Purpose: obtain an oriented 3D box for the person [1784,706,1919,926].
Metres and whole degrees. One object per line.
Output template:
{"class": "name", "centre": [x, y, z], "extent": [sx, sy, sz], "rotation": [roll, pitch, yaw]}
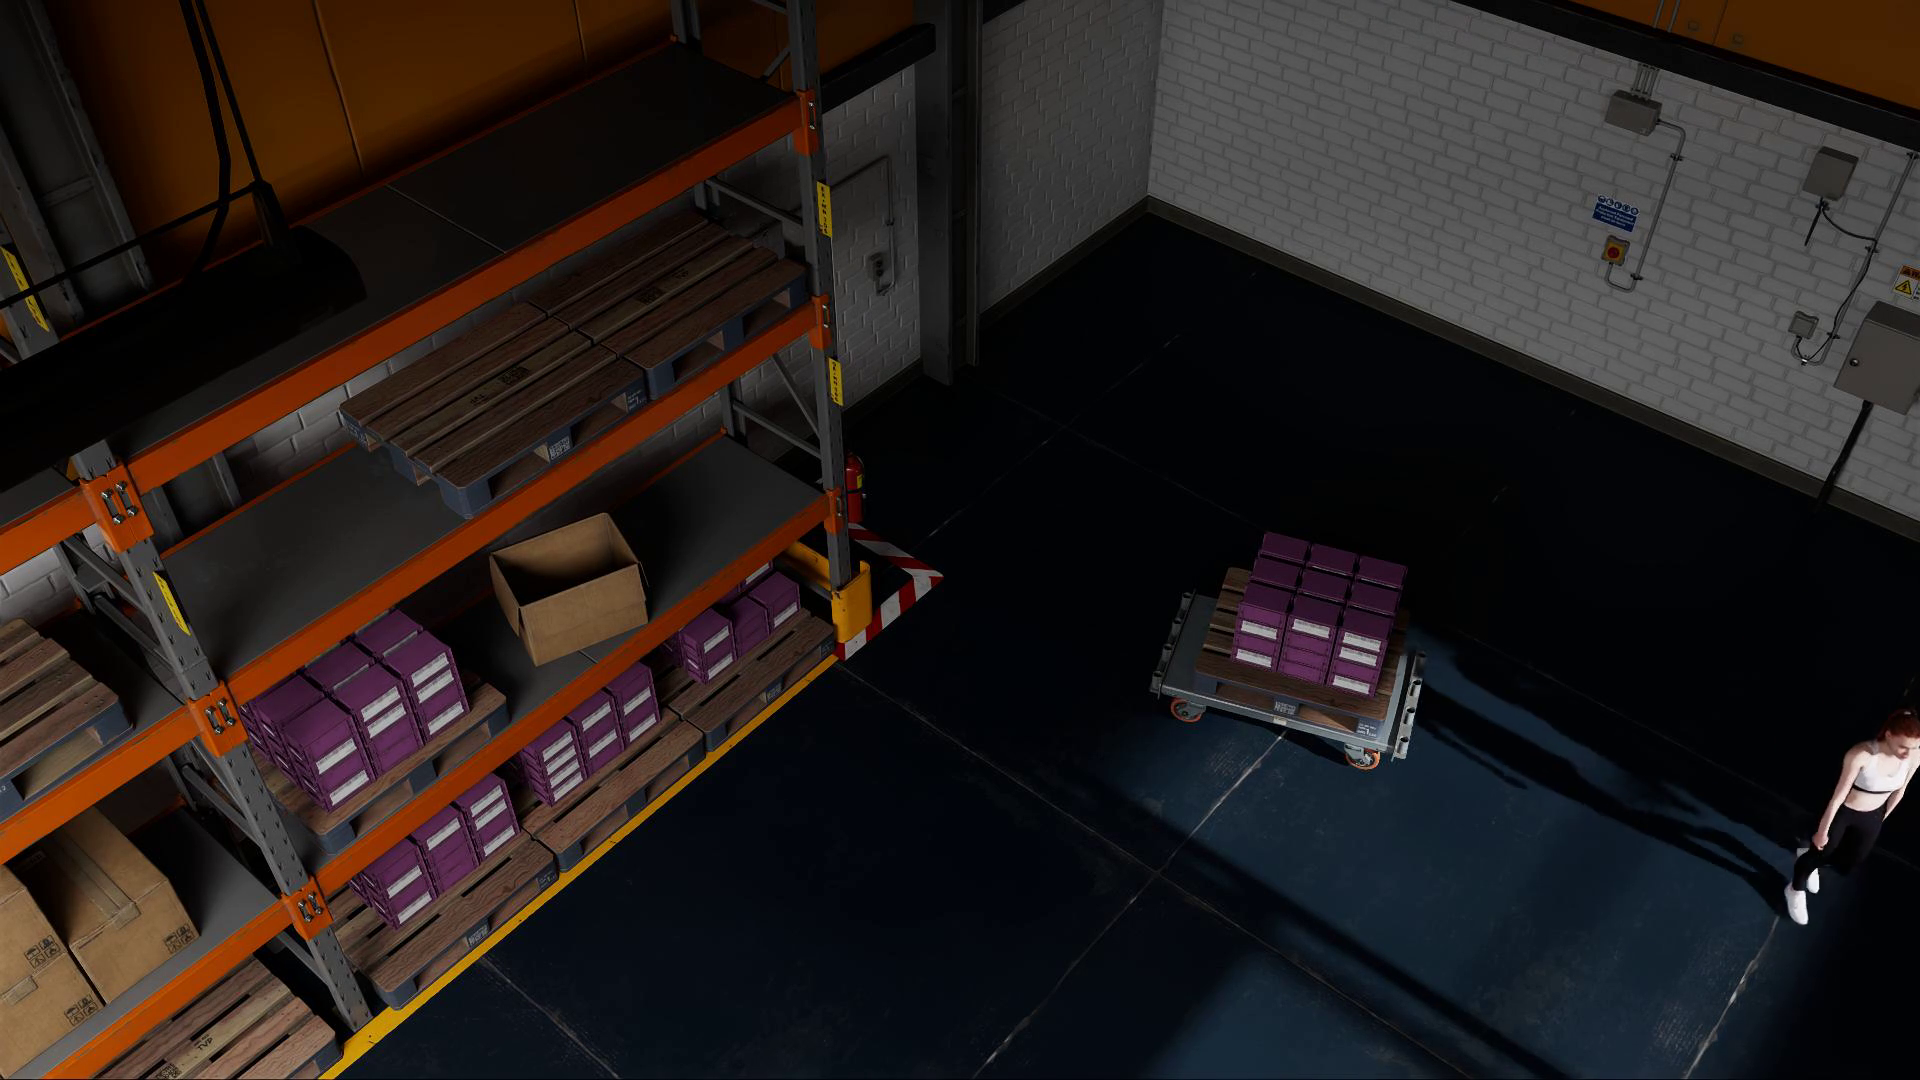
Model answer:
{"class": "person", "centre": [4.974, 1.478, 9.382], "extent": [0.752, 1.734, 0.819], "rotation": [3, 44, 3]}
